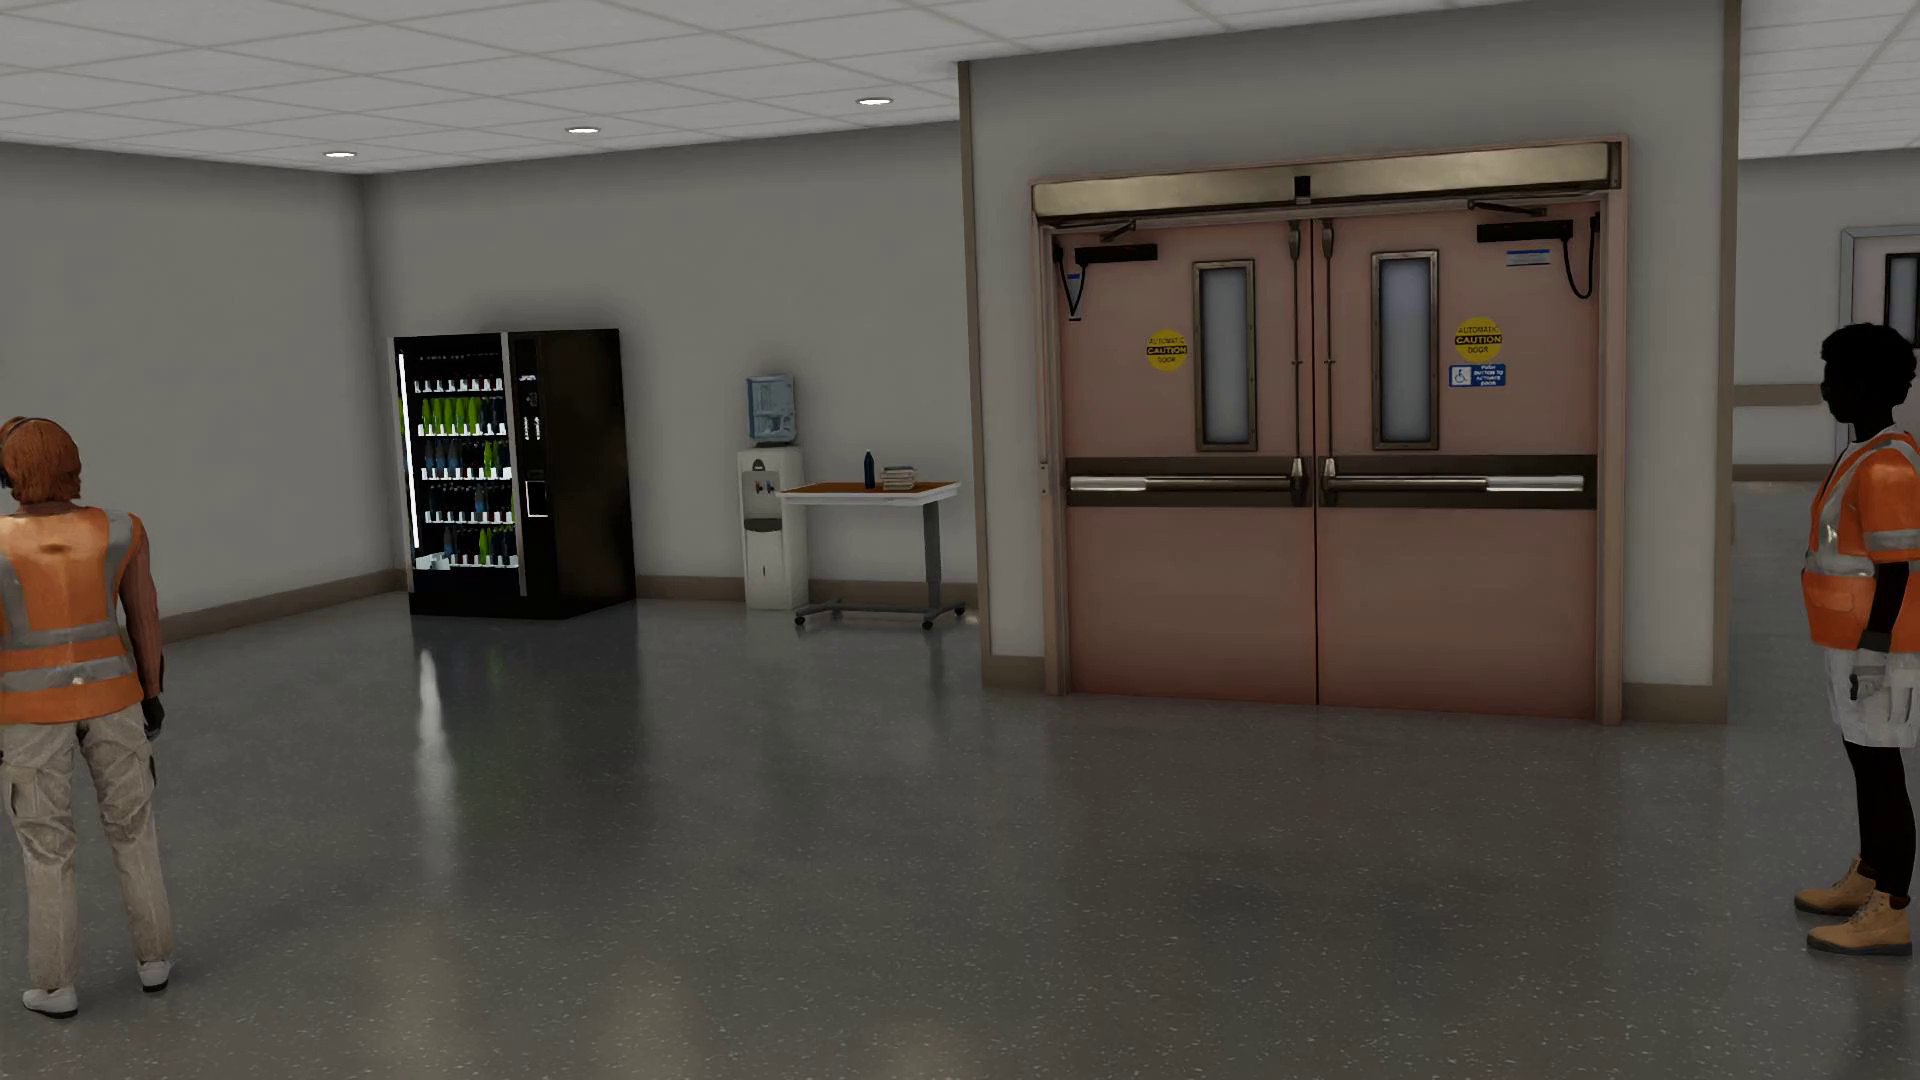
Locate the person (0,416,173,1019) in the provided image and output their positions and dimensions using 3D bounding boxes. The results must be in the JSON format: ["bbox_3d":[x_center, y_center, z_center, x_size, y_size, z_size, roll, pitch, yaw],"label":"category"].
[{"bbox_3d":[-2.442,0.480,4.564,0.514,1.644,0.307,-9,10,-42],"label":"person"}]

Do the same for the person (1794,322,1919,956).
[{"bbox_3d":[2.451,0.263,4.505,0.315,1.697,0.541,1,8,22],"label":"person"}]
